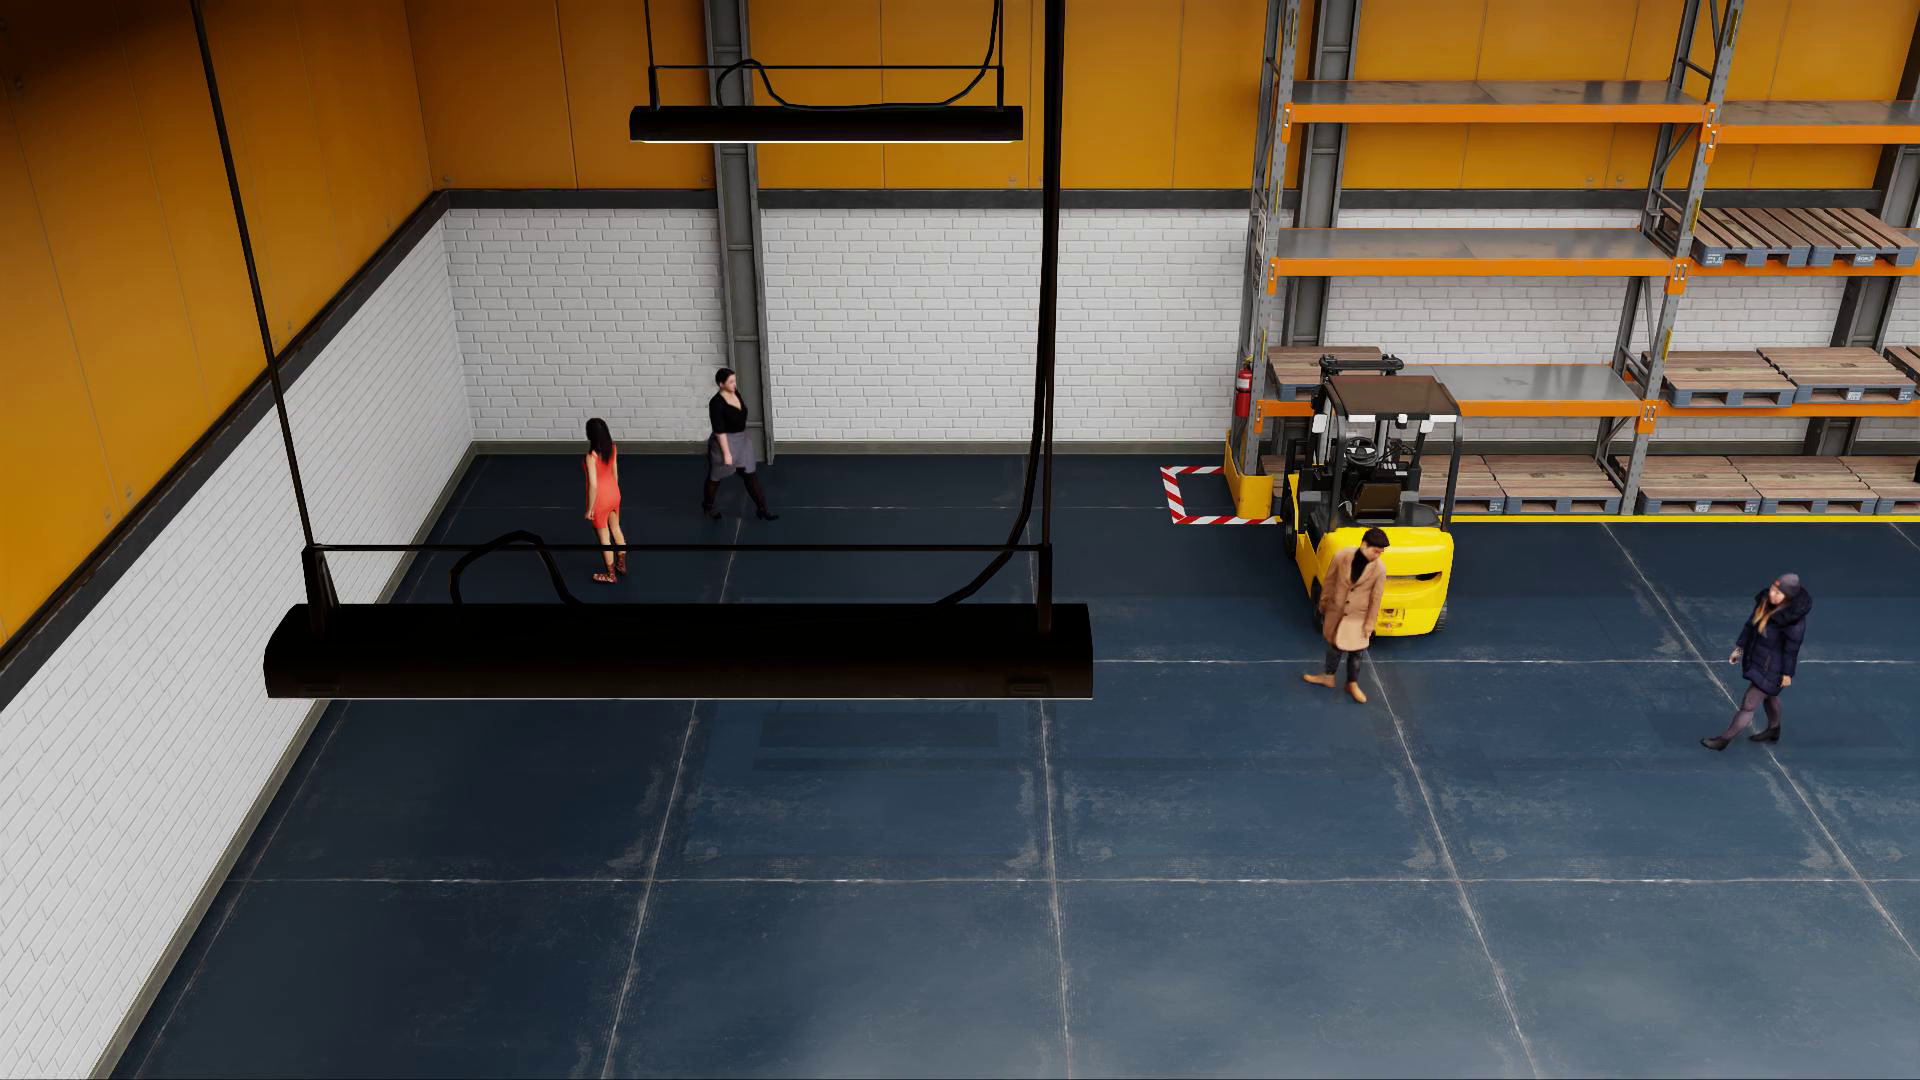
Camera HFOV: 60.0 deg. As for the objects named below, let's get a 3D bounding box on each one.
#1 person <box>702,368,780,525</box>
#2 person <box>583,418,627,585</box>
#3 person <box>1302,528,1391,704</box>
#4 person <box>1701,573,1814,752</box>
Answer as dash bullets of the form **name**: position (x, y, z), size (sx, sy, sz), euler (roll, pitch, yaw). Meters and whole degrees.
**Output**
- **person**: position (-2.437, -0.931, 16.917), size (1.214, 1.707, 0.983), euler (13, 31, 22)
- **person**: position (-3.393, -0.380, 15.892), size (0.675, 1.719, 0.671), euler (13, 31, 22)
- **person**: position (3.280, 0.572, 14.179), size (0.939, 1.689, 0.805), euler (-25, 37, -37)
- **person**: position (6.618, 0.997, 13.458), size (1.033, 1.634, 0.732), euler (-3, 29, -5)
